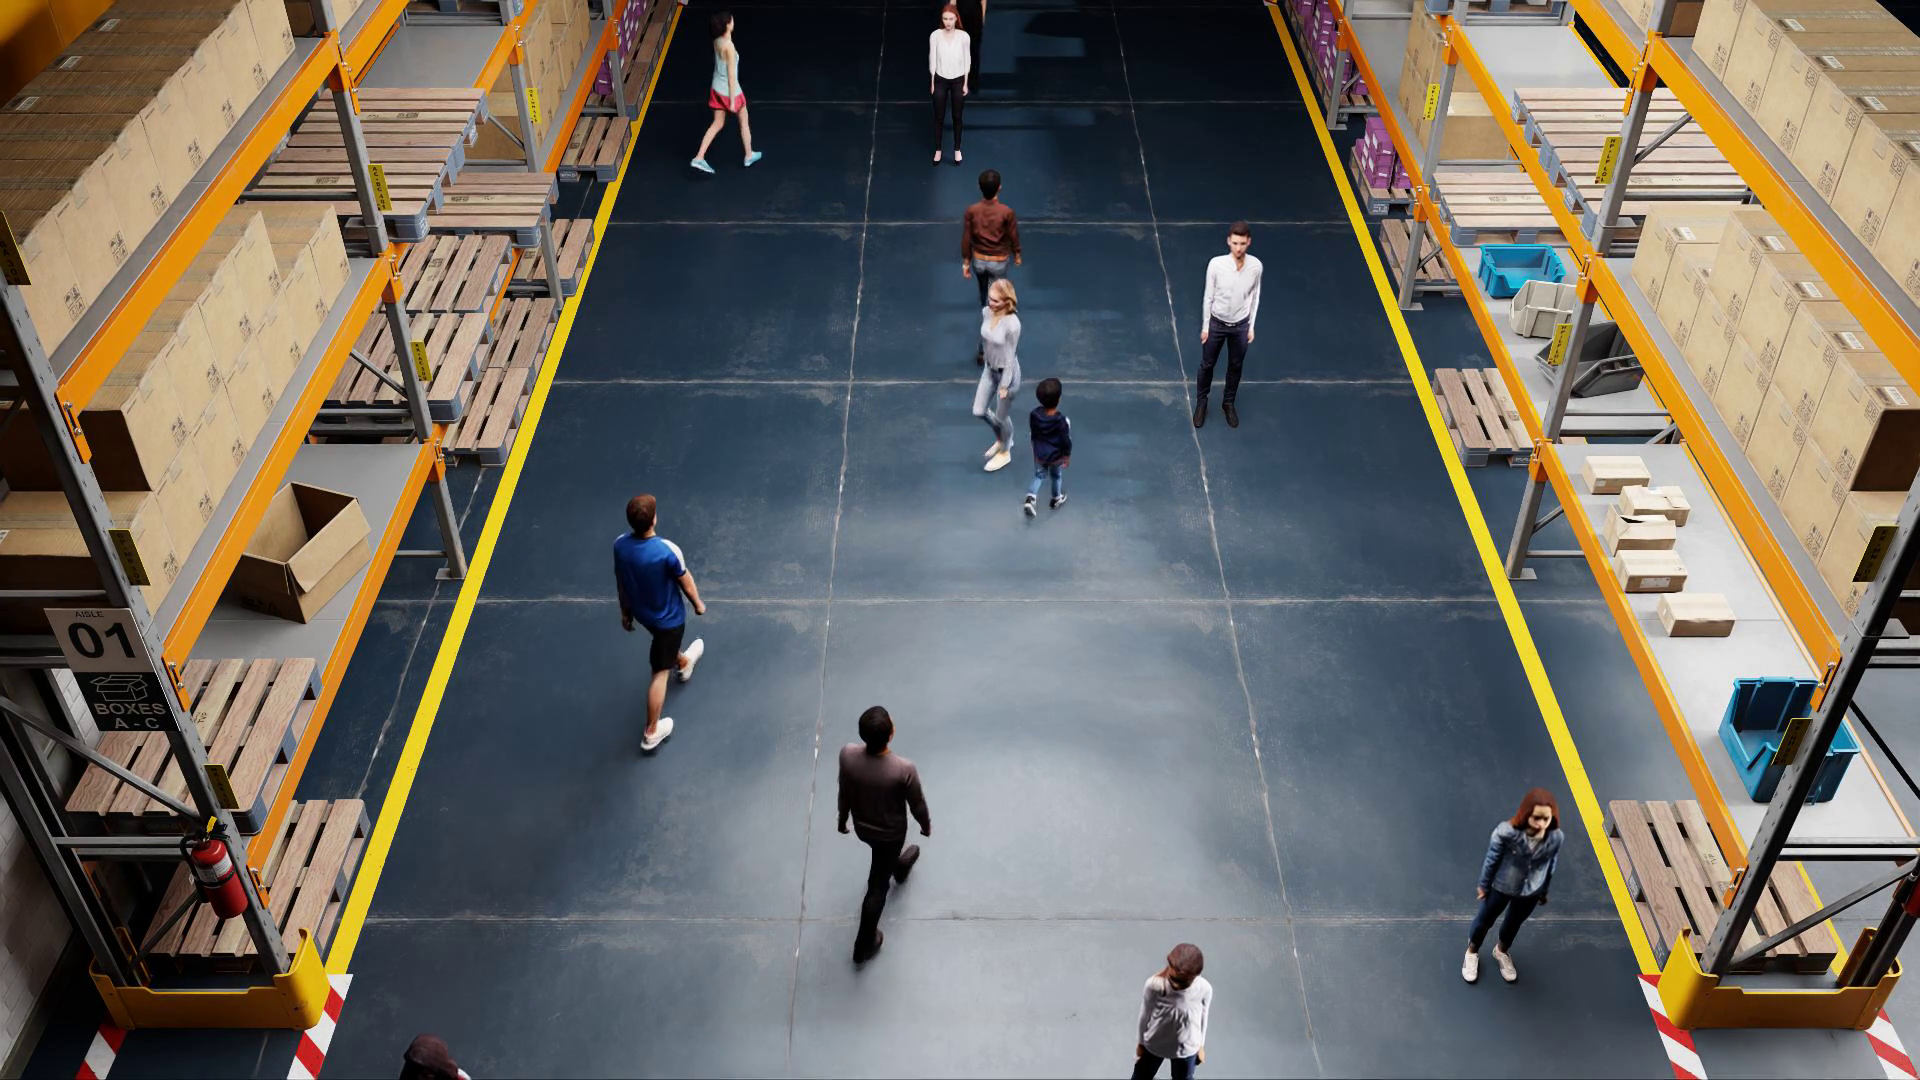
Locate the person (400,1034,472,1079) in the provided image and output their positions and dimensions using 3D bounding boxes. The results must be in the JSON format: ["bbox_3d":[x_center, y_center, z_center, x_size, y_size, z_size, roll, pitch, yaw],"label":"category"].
[{"bbox_3d":[-2.479,2.946,8.139,0.581,1.613,0.498,1,39,2],"label":"person"}]

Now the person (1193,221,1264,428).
[{"bbox_3d":[2.246,-1.822,13.905,0.608,1.867,0.574,1,39,2],"label":"person"}]

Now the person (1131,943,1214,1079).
[{"bbox_3d":[1.098,2.586,8.634,0.530,1.556,0.509,1,39,2],"label":"person"}]

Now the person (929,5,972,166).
[{"bbox_3d":[-0.110,-4.868,17.806,0.585,1.758,0.489,1,39,2],"label":"person"}]

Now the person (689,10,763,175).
[{"bbox_3d":[-2.540,-4.691,17.607,1.100,1.731,1.093,-23,44,-26],"label":"person"}]

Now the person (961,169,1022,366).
[{"bbox_3d":[0.253,-2.361,14.692,0.869,1.727,1.196,10,40,13],"label":"person"}]

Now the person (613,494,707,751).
[{"bbox_3d":[-2.027,0.556,10.967,0.969,1.819,1.340,13,40,16],"label":"person"}]

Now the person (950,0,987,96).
[{"bbox_3d":[0.074,-6.100,19.445,0.664,1.638,1.150,-3,39,-4],"label":"person"}]

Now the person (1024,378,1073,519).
[{"bbox_3d":[0.658,-0.698,13.024,0.727,1.211,0.829,24,44,27],"label":"person"}]

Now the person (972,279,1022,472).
[{"bbox_3d":[0.401,-1.337,13.371,0.785,1.776,0.715,-25,45,-27],"label":"person"}]

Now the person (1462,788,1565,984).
[{"bbox_3d":[3.162,1.960,9.483,0.556,1.477,0.487,1,39,2],"label":"person"}]

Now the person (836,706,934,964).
[{"bbox_3d":[-0.503,1.719,9.590,1.014,1.719,1.254,12,40,14],"label":"person"}]
